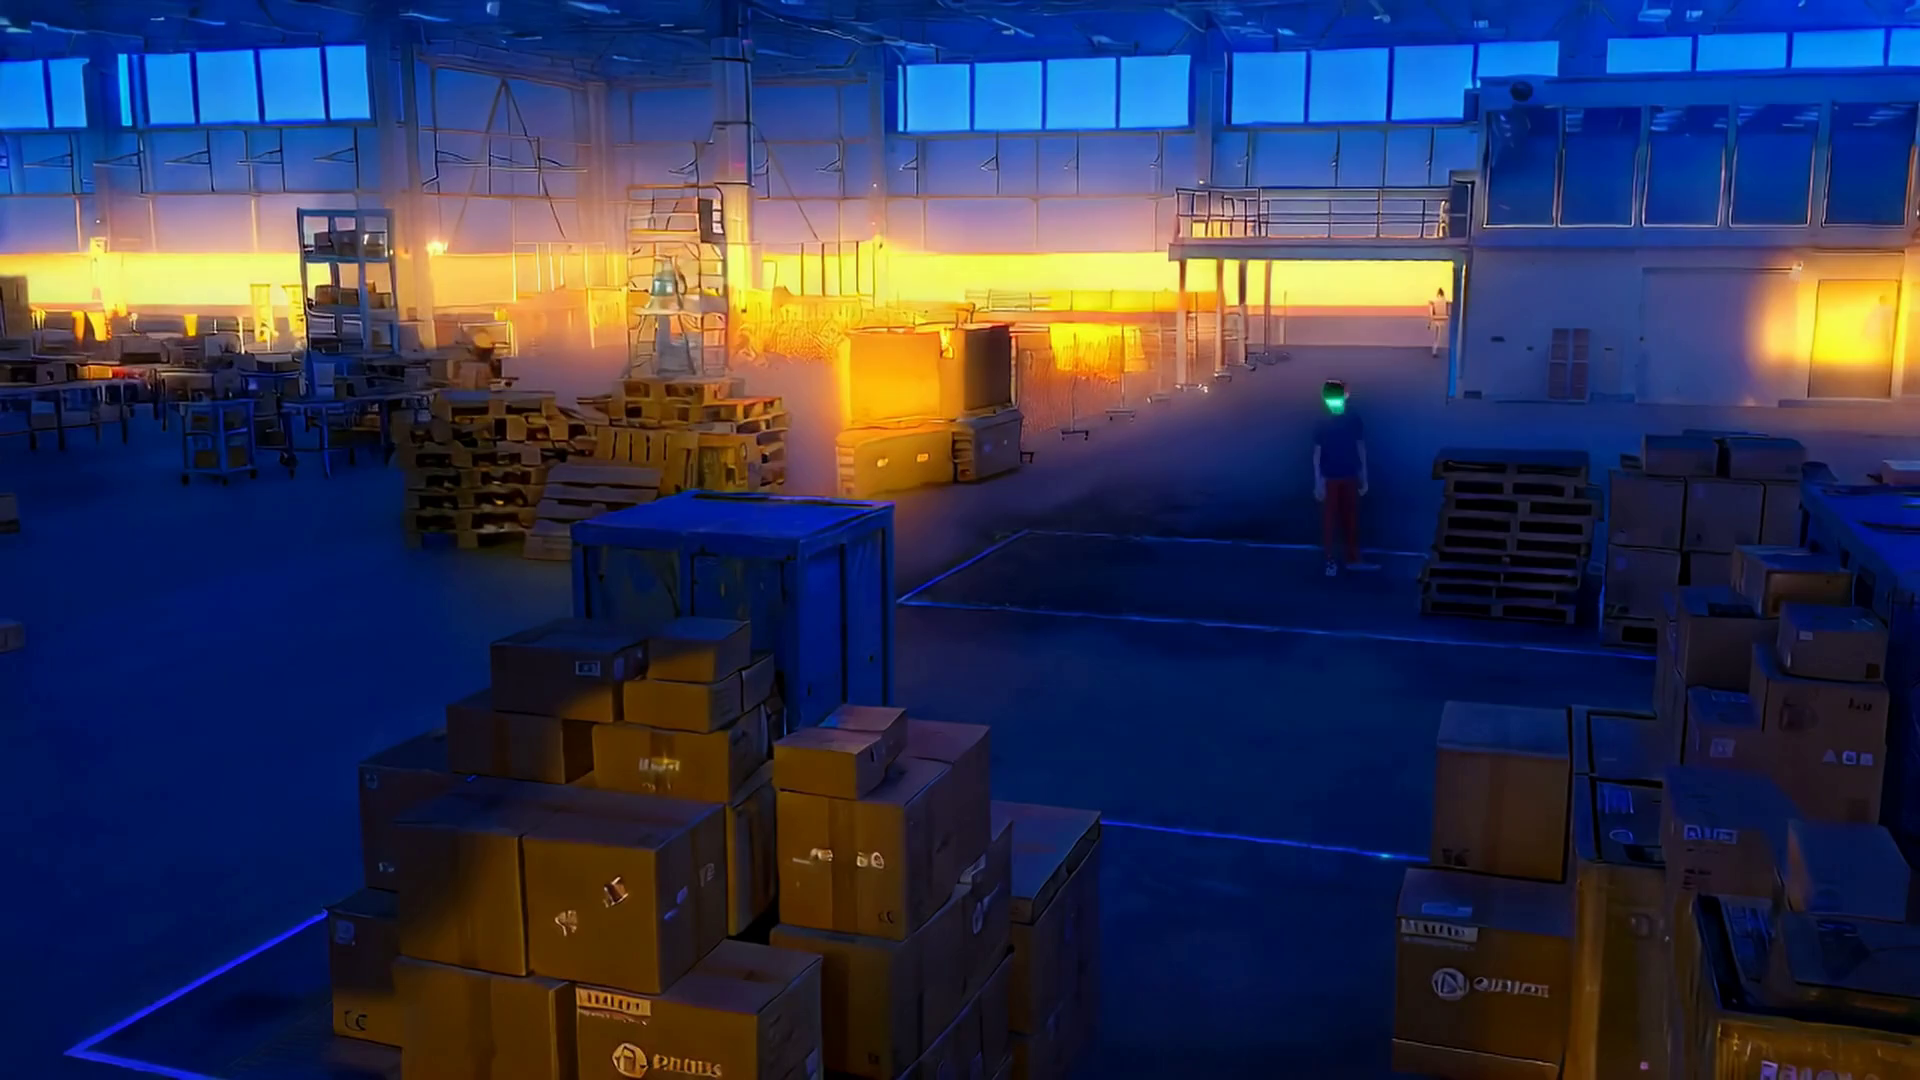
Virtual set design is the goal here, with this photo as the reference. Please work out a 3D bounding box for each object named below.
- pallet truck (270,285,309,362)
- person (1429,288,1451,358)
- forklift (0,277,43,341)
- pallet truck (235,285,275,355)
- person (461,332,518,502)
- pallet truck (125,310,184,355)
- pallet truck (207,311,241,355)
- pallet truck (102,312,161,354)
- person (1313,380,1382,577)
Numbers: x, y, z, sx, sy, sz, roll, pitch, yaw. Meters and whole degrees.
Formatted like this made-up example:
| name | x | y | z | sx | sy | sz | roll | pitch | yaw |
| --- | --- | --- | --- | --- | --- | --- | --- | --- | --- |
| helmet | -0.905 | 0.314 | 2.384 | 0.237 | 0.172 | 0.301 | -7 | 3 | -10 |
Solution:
| name | x | y | z | sx | sy | sz | roll | pitch | yaw |
| --- | --- | --- | --- | --- | --- | --- | --- | --- | --- |
| pallet truck | -17.147 | -5.700 | 43.663 | 0.823 | 1.965 | 1.885 | 3 | 11 | 17 |
| person | 12.897 | -5.826 | 44.682 | 0.573 | 1.887 | 0.355 | 3 | 11 | 19 |
| forklift | -27.151 | -6.329 | 46.328 | 1.157 | 1.987 | 2.680 | 3 | 11 | 17 |
| pallet truck | -18.327 | -5.835 | 44.421 | 0.823 | 1.965 | 1.885 | 4 | 11 | 23 |
| person | -5.557 | -1.428 | 19.552 | 0.616 | 2.008 | 0.802 | 9 | 13 | 41 |
| pallet truck | -22.038 | -5.665 | 45.457 | 0.704 | 1.261 | 1.522 | 3 | 11 | 17 |
| pallet truck | -19.537 | -5.575 | 44.913 | 0.653 | 1.274 | 1.630 | 3 | 11 | 19 |
| pallet truck | -23.057 | -5.777 | 46.261 | 0.680 | 1.201 | 1.601 | 3 | 11 | 19 |
| person | 3.563 | -0.567 | 15.254 | 0.742 | 1.824 | 0.360 | -3 | 11 | -17 |
